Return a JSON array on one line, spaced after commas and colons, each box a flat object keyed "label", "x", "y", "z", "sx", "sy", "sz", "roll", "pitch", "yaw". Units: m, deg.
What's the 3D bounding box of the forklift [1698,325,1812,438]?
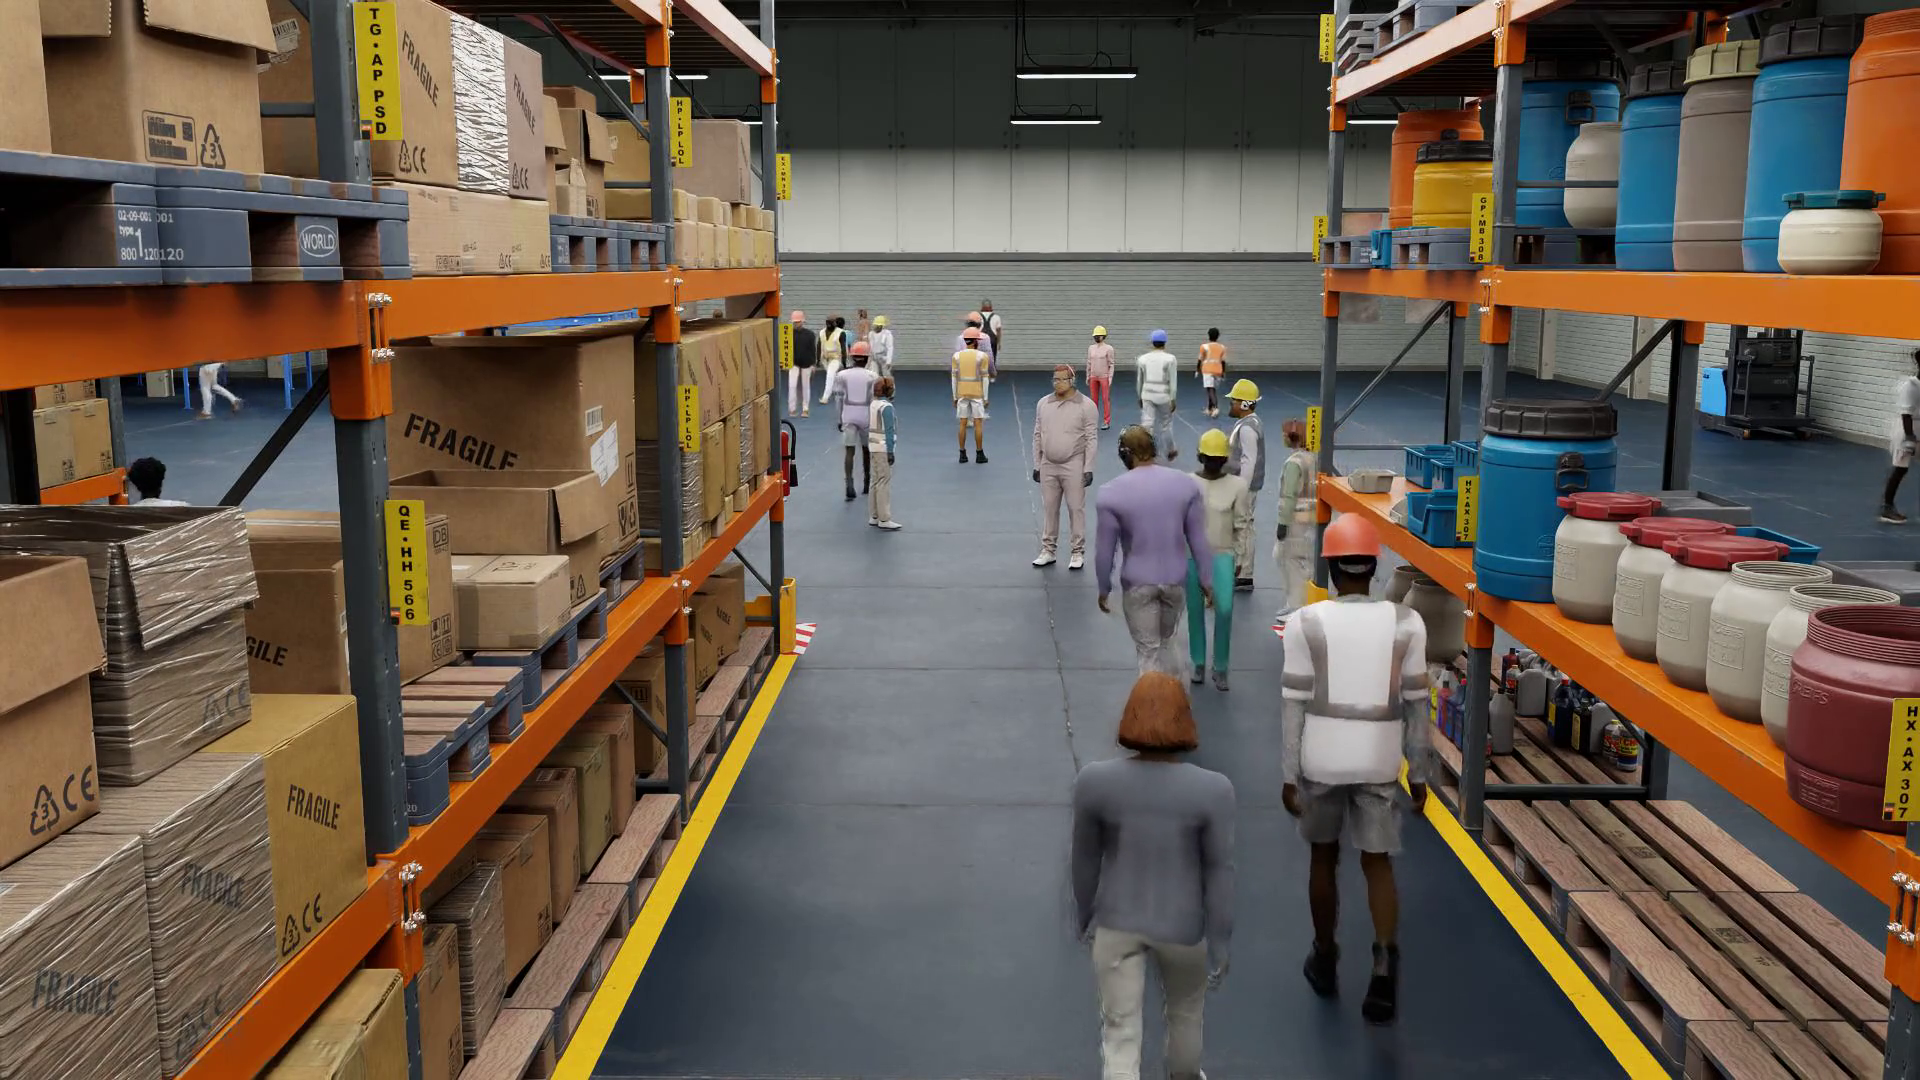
[{"label": "forklift", "x": 13.248, "y": -3.165, "z": 27.620, "sx": 1.129, "sy": 2.768, "sz": 1.873, "roll": 0, "pitch": 9, "yaw": 1}]

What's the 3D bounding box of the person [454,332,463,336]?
[{"label": "person", "x": -12.567, "y": -4.976, "z": 42.115, "sx": 0.357, "sy": 1.620, "sz": 0.501, "roll": 4, "pitch": 10, "yaw": 22}]

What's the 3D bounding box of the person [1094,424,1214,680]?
[{"label": "person", "x": 1.125, "y": 0.268, "z": 9.871, "sx": 0.708, "sy": 1.894, "sz": 0.670, "roll": -3, "pitch": 10, "yaw": -15}]

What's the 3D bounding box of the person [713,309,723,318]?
[{"label": "person", "x": -5.249, "y": -4.111, "z": 36.258, "sx": 0.626, "sy": 1.846, "sz": 0.429, "roll": -3, "pitch": 10, "yaw": -18}]

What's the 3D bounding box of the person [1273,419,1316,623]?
[{"label": "person", "x": 2.604, "y": -0.147, "z": 13.142, "sx": 0.432, "sy": 1.623, "sz": 0.538, "roll": 4, "pitch": 10, "yaw": 23}]

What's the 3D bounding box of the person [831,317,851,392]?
[{"label": "person", "x": -2.569, "y": -4.079, "z": 36.604, "sx": 0.543, "sy": 1.672, "sz": 0.767, "roll": -8, "pitch": 12, "yaw": -40}]

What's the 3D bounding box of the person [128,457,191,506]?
[{"label": "person", "x": -4.920, "y": 0.317, "z": 10.291, "sx": 0.561, "sy": 1.648, "sz": 0.647, "roll": -2, "pitch": 10, "yaw": -15}]

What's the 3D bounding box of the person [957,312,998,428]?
[{"label": "person", "x": 0.262, "y": -2.962, "z": 28.979, "sx": 0.627, "sy": 1.992, "sz": 1.078, "roll": 6, "pitch": 11, "yaw": 33}]

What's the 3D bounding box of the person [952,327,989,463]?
[{"label": "person", "x": 0.156, "y": -2.074, "z": 23.789, "sx": 0.546, "sy": 1.934, "sz": 0.376, "roll": 3, "pitch": 10, "yaw": 18}]

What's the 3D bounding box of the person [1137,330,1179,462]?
[{"label": "person", "x": 2.819, "y": -2.026, "z": 23.604, "sx": 0.644, "sy": 1.890, "sz": 1.001, "roll": 5, "pitch": 11, "yaw": 27}]

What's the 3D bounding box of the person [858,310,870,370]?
[{"label": "person", "x": -2.486, "y": -5.119, "z": 42.932, "sx": 0.310, "sy": 1.642, "sz": 0.526, "roll": 3, "pitch": 10, "yaw": 19}]

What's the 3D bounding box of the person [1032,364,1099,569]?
[{"label": "person", "x": 0.959, "y": -0.690, "z": 15.583, "sx": 0.650, "sy": 1.907, "sz": 0.409, "roll": 5, "pitch": 11, "yaw": 27}]

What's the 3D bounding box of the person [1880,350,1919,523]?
[{"label": "person", "x": 10.490, "y": -1.111, "z": 18.021, "sx": 0.627, "sy": 1.926, "sz": 0.906, "roll": -5, "pitch": 11, "yaw": -29}]

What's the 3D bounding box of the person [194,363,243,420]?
[{"label": "person", "x": -13.659, "y": -3.177, "z": 30.474, "sx": 0.738, "sy": 1.921, "sz": 0.635, "roll": -2, "pitch": 10, "yaw": -10}]

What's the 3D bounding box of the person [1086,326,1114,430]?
[{"label": "person", "x": 2.394, "y": -2.788, "z": 28.569, "sx": 0.533, "sy": 1.768, "sz": 0.310, "roll": 7, "pitch": 12, "yaw": 35}]

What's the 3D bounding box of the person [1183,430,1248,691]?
[{"label": "person", "x": 1.656, "y": 0.133, "z": 11.134, "sx": 0.533, "sy": 1.740, "sz": 0.659, "roll": 1, "pitch": 10, "yaw": 8}]

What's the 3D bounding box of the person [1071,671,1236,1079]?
[{"label": "person", "x": 0.613, "y": 1.187, "z": 5.239, "sx": 0.516, "sy": 1.596, "sz": 0.826, "roll": 2, "pitch": 10, "yaw": 13}]

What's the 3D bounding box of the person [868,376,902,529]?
[{"label": "person", "x": -0.832, "y": -0.947, "z": 17.916, "sx": 0.315, "sy": 1.640, "sz": 0.515, "roll": -4, "pitch": 10, "yaw": -23}]

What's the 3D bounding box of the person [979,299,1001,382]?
[{"label": "person", "x": 0.634, "y": -4.735, "z": 39.537, "sx": 0.693, "sy": 2.000, "sz": 0.920, "roll": 1, "pitch": 9, "yaw": 4}]

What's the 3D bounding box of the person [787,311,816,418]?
[{"label": "person", "x": -2.951, "y": -3.203, "z": 30.498, "sx": 0.619, "sy": 1.949, "sz": 0.957, "roll": 1, "pitch": 10, "yaw": 4}]

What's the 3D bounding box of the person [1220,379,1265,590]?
[{"label": "person", "x": 2.469, "y": -0.491, "z": 14.595, "sx": 0.403, "sy": 1.837, "sz": 0.591, "roll": 1, "pitch": 10, "yaw": 9}]

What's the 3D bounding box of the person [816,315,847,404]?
[{"label": "person", "x": -2.612, "y": -3.698, "z": 33.977, "sx": 0.639, "sy": 1.791, "sz": 0.995, "roll": 5, "pitch": 11, "yaw": 28}]

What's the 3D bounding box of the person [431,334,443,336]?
[{"label": "person", "x": -8.586, "y": -2.616, "z": 27.245, "sx": 0.976, "sy": 1.852, "sz": 0.676, "roll": 2, "pitch": 10, "yaw": 15}]

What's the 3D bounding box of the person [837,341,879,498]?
[{"label": "person", "x": -1.247, "y": -1.475, "z": 20.322, "sx": 0.554, "sy": 1.903, "sz": 0.962, "roll": 1, "pitch": 10, "yaw": 5}]

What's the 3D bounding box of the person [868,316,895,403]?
[{"label": "person", "x": -1.622, "y": -3.640, "z": 33.630, "sx": 0.623, "sy": 1.771, "sz": 0.954, "roll": 5, "pitch": 11, "yaw": 27}]

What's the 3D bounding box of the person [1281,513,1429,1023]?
[{"label": "person", "x": 1.499, "y": 0.867, "z": 6.292, "sx": 0.559, "sy": 1.904, "sz": 0.771, "roll": 1, "pitch": 10, "yaw": 4}]

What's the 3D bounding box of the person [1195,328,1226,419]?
[{"label": "person", "x": 4.663, "y": -3.079, "z": 30.643, "sx": 0.537, "sy": 1.656, "sz": 0.868, "roll": -4, "pitch": 10, "yaw": -20}]
